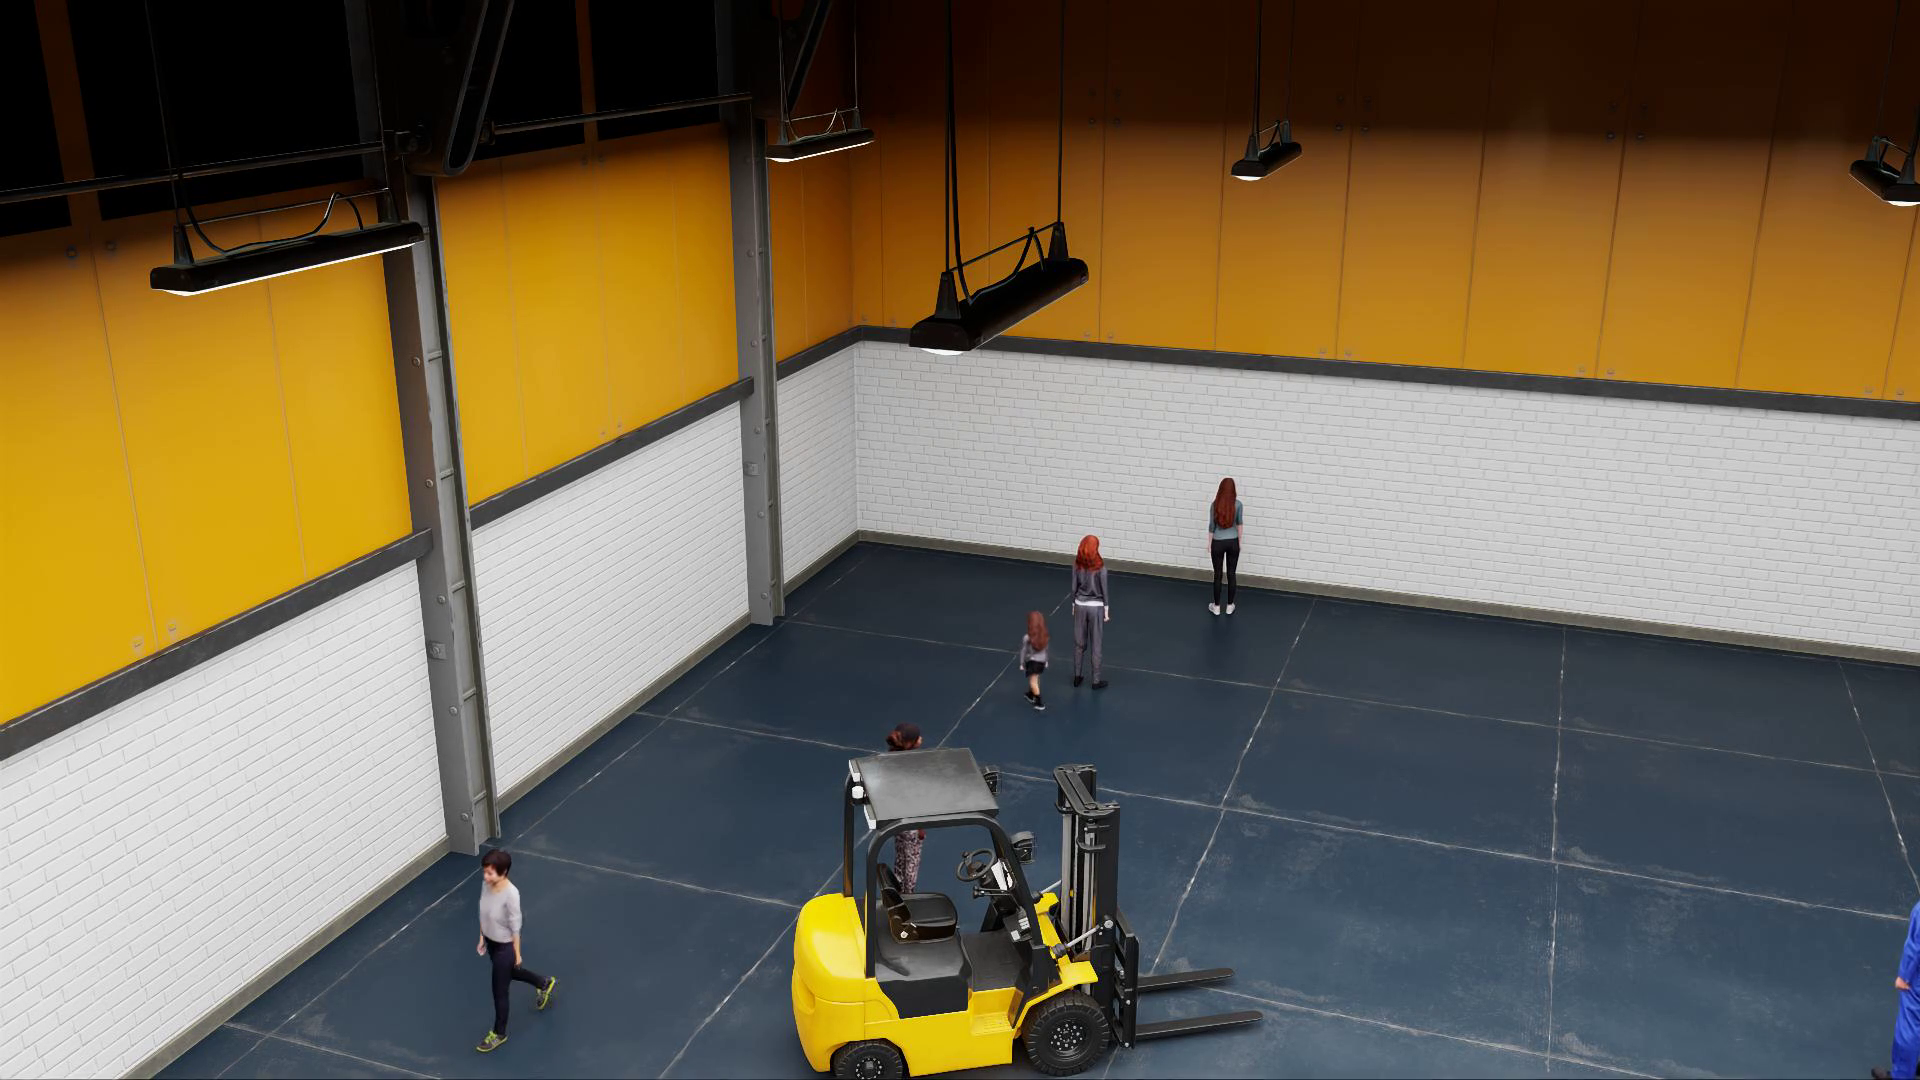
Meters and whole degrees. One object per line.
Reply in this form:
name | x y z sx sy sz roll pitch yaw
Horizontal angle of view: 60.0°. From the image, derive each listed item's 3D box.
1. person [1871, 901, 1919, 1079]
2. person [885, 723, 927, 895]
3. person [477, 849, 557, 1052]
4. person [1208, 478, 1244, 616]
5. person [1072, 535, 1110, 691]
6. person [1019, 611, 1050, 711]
person | 6.791 3.013 11.609 0.781 1.825 0.820 -7 20 -20
person | -0.433 2.308 13.874 0.734 1.714 0.672 -8 20 -23
person | -3.315 2.945 12.267 0.813 1.533 1.043 17 25 41
person | 3.265 0.070 20.475 0.648 1.743 0.652 0 19 -1
person | 1.423 0.786 18.292 0.600 1.780 0.537 9 21 26
person | 0.821 1.299 17.843 0.718 1.094 0.758 -11 22 -30
